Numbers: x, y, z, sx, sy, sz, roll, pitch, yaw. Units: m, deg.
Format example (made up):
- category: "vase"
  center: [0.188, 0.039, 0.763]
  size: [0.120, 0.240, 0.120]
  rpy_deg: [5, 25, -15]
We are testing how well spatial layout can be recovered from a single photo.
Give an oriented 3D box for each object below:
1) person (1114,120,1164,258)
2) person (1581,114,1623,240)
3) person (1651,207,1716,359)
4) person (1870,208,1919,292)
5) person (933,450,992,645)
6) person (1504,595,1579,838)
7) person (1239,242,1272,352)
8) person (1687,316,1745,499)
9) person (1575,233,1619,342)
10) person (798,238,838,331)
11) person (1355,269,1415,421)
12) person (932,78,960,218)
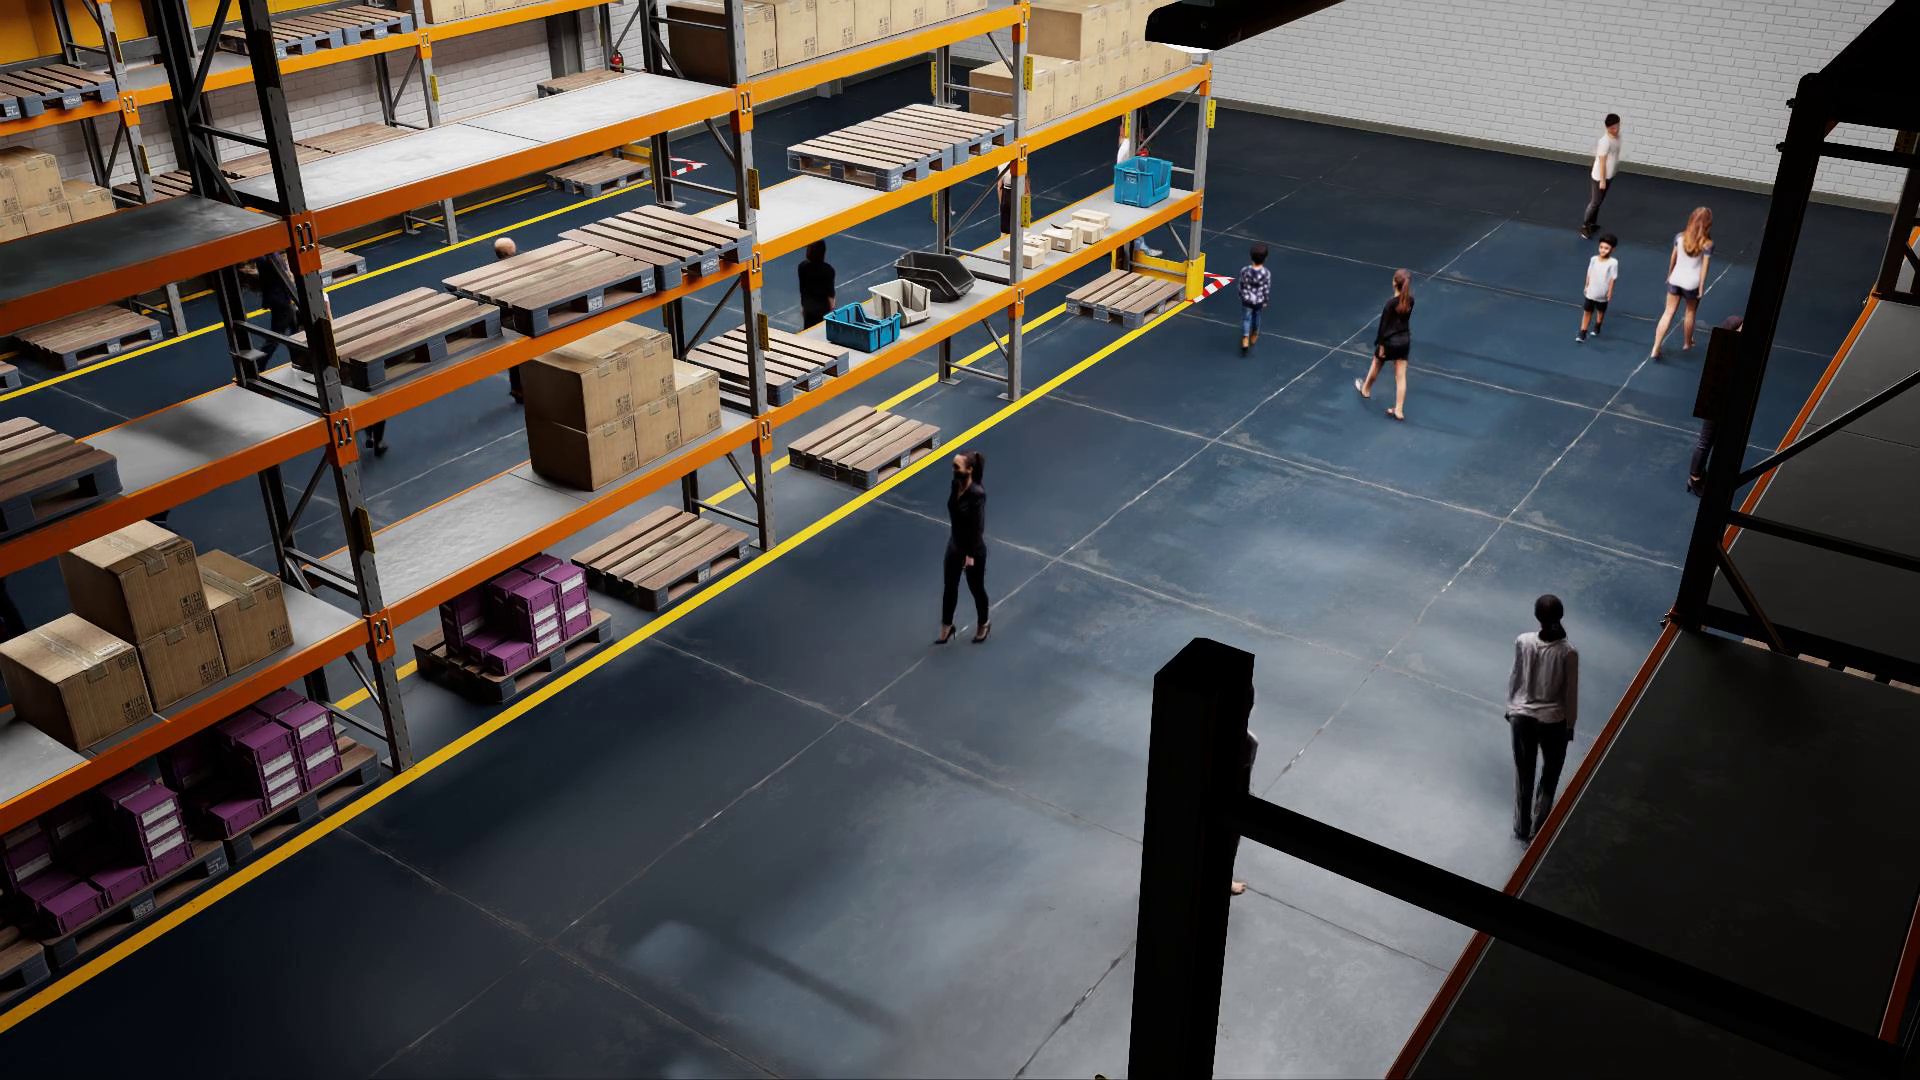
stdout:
- category: "person"
  center: [2.035, -4.492, 21.337]
  size: [1.032, 1.811, 1.224]
  rpy_deg: [7, 29, 12]
- category: "person"
  center: [8.594, -4.903, 22.221]
  size: [0.836, 1.685, 0.461]
  rpy_deg: [13, 31, 22]
- category: "person"
  center: [7.959, -2.800, 18.362]
  size: [0.729, 1.689, 1.037]
  rpy_deg: [26, 38, 38]
- category: "person"
  center: [11.239, -3.548, 19.955]
  size: [0.849, 1.477, 0.785]
  rpy_deg: [-6, 29, -10]
- category: "person"
  center: [0.083, 0.068, 13.085]
  size: [0.766, 1.707, 0.688]
  rpy_deg: [-20, 34, -32]
- category: "person"
  center: [3.811, 1.205, 10.953]
  size: [0.656, 1.753, 0.651]
  rpy_deg: [22, 35, 34]
- category: "person"
  center: [3.284, -2.717, 18.686]
  size: [0.703, 1.233, 0.895]
  rpy_deg: [5, 29, 8]
- category: "person"
  center: [7.050, -1.260, 15.477]
  size: [0.663, 1.749, 0.469]
  rpy_deg: [19, 34, 30]
- category: "person"
  center: [7.336, -2.893, 19.015]
  size: [0.490, 1.227, 0.847]
  rpy_deg: [19, 34, 30]
- category: "person"
  center: [-1.529, -2.368, 17.570]
  size: [0.696, 1.689, 0.965]
  rpy_deg: [12, 31, 21]
- category: "person"
  center: [4.503, -1.976, 17.030]
  size: [1.016, 1.519, 1.011]
  rpy_deg: [-9, 30, -16]
- category: "person"
  center: [-0.277, -5.375, 22.828]
  size: [0.737, 1.932, 0.772]
  rpy_deg: [-18, 33, -30]
